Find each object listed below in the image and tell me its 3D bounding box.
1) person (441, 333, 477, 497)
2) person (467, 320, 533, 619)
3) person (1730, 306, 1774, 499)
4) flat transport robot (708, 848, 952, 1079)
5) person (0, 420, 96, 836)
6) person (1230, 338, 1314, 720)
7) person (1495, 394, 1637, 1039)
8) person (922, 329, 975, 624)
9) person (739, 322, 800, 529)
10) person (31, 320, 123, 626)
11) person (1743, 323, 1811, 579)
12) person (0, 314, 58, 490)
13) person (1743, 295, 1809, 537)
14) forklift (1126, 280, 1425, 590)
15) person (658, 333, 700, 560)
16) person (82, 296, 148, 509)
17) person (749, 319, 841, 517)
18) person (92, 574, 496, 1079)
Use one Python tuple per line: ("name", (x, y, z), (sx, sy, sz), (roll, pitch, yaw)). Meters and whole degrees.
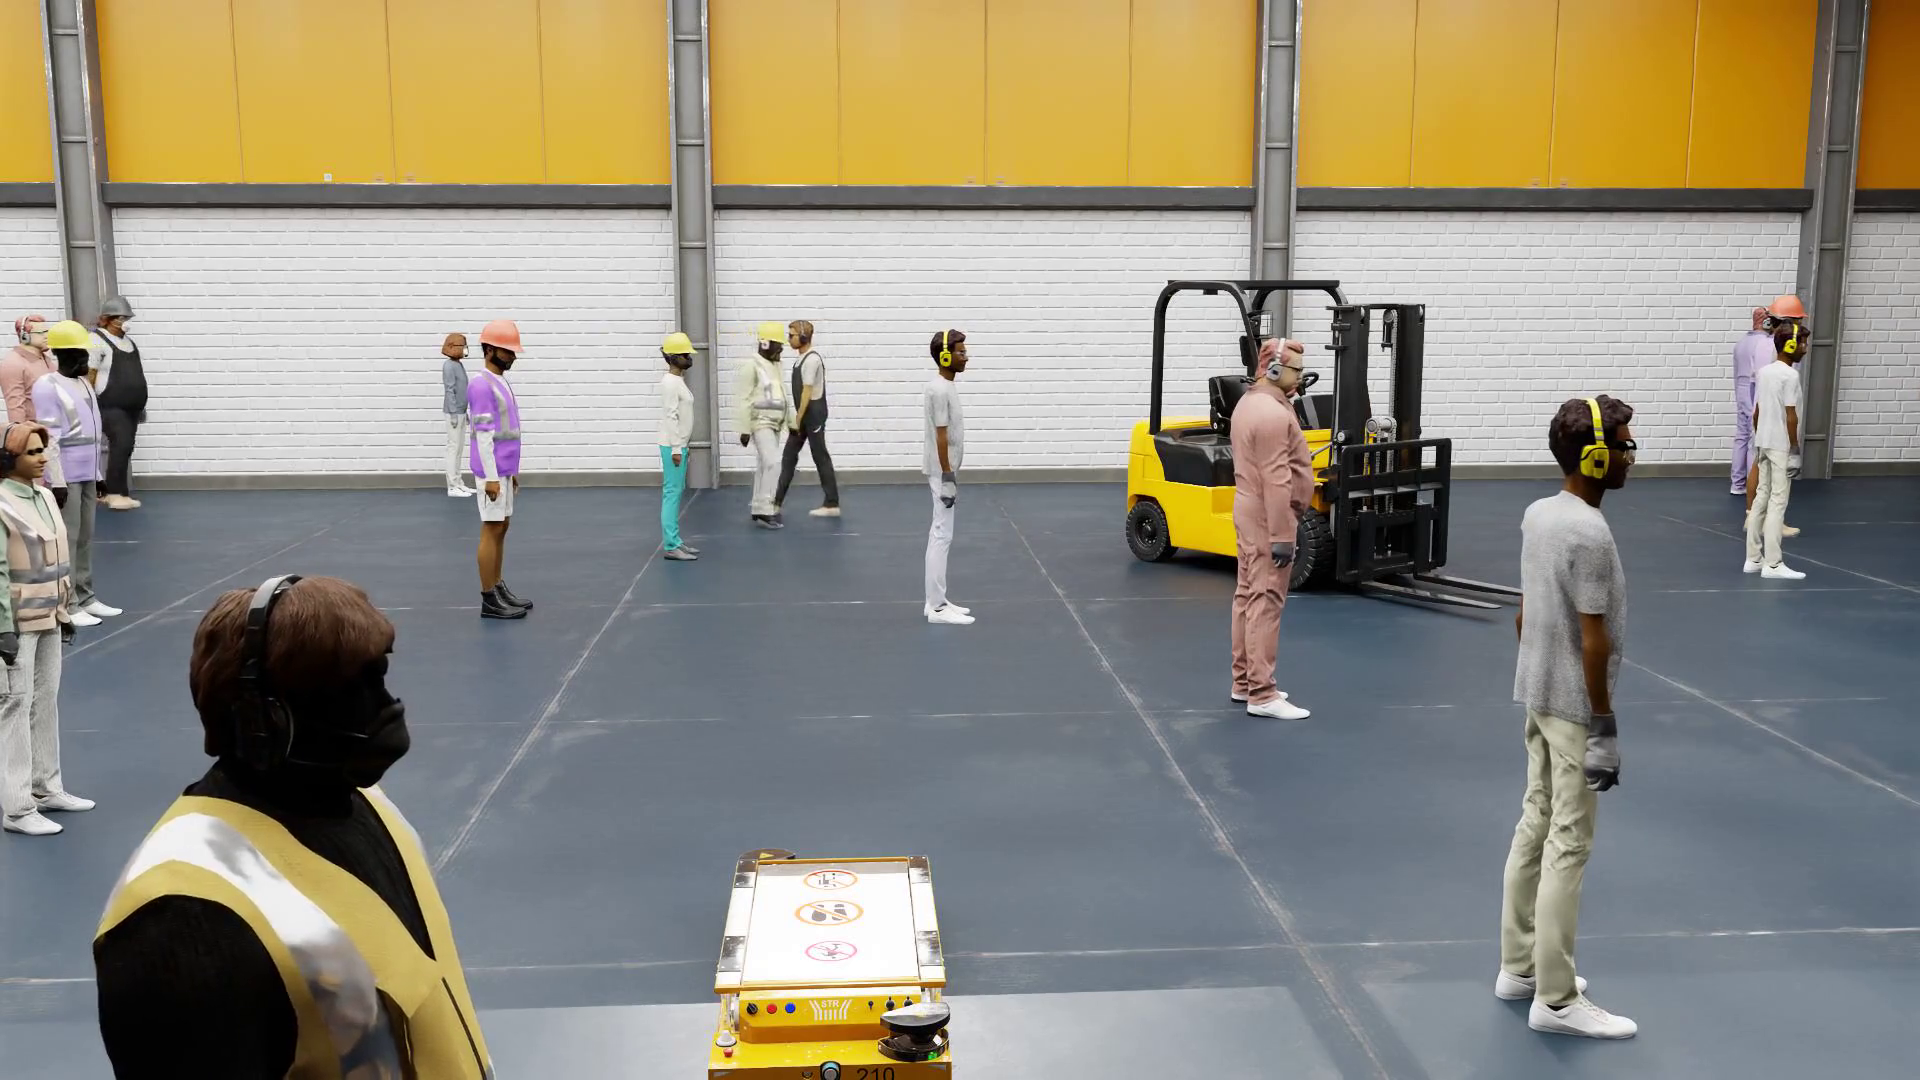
("person", (-5.041, -1.255, 16.706), (0.278, 1.634, 0.499), (-1, 9, -3))
("person", (-2.974, -0.458, 10.787), (0.373, 1.928, 0.543), (-1, 9, -3))
("person", (7.935, -1.359, 16.506), (0.406, 1.911, 0.638), (-1, 9, -3))
("flat transport robot", (-0.394, 1.269, 5.127), (0.652, 0.197, 1.431), (-1, 9, -4))
("person", (-3.721, 0.343, 6.651), (0.311, 1.642, 0.514), (-1, 9, -3))
("person", (1.576, -0.062, 8.392), (0.406, 1.902, 0.638), (-1, 9, -3))
("person", (1.805, 0.508, 4.896), (0.327, 1.874, 0.520), (-1, 9, -3))
("person", (-0.079, -0.405, 10.630), (0.326, 1.874, 0.520), (-1, 9, -3))
("person", (-1.635, -1.000, 14.580), (0.590, 1.797, 0.593), (4, 10, 21))
("person", (-5.616, -0.425, 10.574), (0.371, 1.929, 0.585), (-1, 9, -3))
("person", (6.014, -0.652, 12.207), (0.327, 1.865, 0.520), (-1, 9, -3))
("person", (-7.155, -0.794, 12.961), (0.406, 1.910, 0.638), (-1, 9, -3))
("person", (6.954, -1.052, 14.150), (0.378, 2.045, 0.605), (-1, 9, -3))
("forklift", (2.301, -0.860, 12.475), (1.214, 2.155, 2.313), (-6, 11, -35))
("person", (-2.196, -0.729, 12.996), (0.316, 1.769, 0.524), (-1, 9, -3))
("person", (-7.910, -1.286, 15.635), (0.539, 2.000, 0.719), (1, 9, 7))
("person", (-1.505, -1.085, 15.115), (0.900, 1.809, 0.514), (-3, 10, -20))
("person", (-0.822, 0.954, 2.187), (0.429, 1.845, 0.620), (-1, 9, -3))
